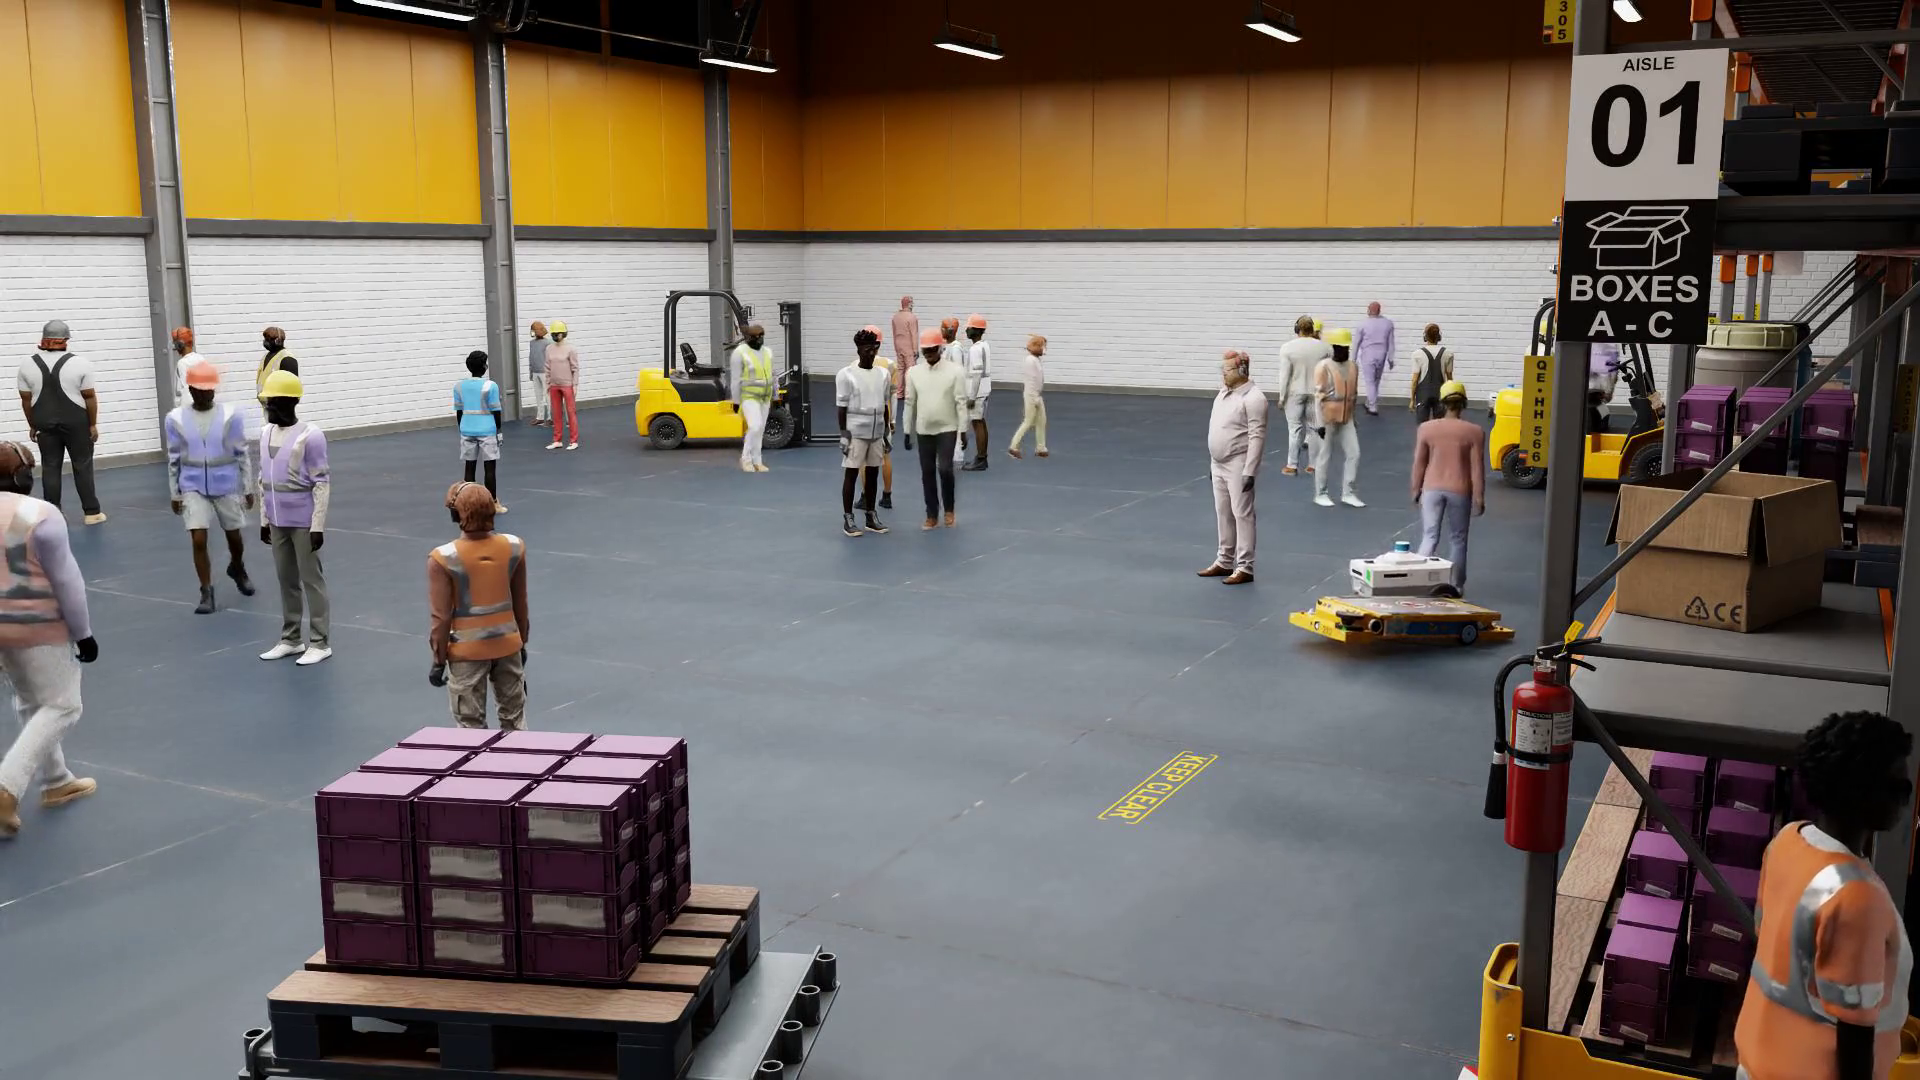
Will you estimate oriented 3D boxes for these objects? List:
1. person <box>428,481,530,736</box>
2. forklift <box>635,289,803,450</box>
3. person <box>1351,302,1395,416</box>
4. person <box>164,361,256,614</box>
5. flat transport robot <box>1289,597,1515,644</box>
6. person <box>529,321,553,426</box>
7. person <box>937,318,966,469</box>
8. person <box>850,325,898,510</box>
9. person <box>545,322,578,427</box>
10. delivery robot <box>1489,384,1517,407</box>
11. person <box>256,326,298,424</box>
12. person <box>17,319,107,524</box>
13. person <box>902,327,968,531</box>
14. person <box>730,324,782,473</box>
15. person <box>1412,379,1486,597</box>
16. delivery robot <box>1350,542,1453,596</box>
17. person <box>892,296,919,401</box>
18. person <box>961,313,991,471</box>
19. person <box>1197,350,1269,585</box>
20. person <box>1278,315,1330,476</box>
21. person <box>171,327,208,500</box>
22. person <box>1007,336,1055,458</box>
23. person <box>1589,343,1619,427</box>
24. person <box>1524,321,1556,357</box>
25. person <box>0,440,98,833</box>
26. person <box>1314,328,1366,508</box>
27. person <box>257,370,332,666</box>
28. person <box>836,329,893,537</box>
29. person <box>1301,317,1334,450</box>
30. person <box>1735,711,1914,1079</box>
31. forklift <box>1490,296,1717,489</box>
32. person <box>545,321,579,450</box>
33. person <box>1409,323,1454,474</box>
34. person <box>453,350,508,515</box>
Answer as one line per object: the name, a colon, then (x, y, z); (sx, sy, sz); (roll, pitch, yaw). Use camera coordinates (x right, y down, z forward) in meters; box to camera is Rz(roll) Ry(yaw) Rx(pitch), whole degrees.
person: (-2.230, 0.540, 7.759); (0.312, 1.642, 0.512); (9, 13, 43)
forklift: (-3.358, -2.392, 23.136); (2.313, 2.155, 1.214); (-1, 10, -5)
person: (6.856, -3.034, 27.802); (0.678, 1.856, 0.965); (-1, 10, -9)
person: (-5.652, -0.420, 12.576); (0.576, 1.905, 0.772); (-3, 10, -19)
flat transport robot: (3.076, 0.545, 11.553); (1.431, 0.197, 0.652); (-1, 6, -24)
person: (-6.516, -2.580, 25.847); (0.507, 1.631, 0.271); (7, 12, 36)
person: (-0.102, -1.828, 20.766); (0.339, 1.882, 0.584); (-2, 10, -9)
person: (-0.927, -1.282, 17.451); (0.553, 1.935, 0.361); (-5, 11, -28)
person: (-6.188, -2.569, 25.779); (0.501, 1.633, 0.279); (2, 10, 11)
delivery robot: (8.972, -2.308, 27.116); (0.707, 0.478, 0.477); (-7, 12, -33)
person: (-7.881, -1.539, 19.211); (0.626, 1.846, 0.429); (8, 13, 40)
person: (-8.878, -1.165, 16.476); (0.683, 2.000, 0.536); (-2, 10, -10)
person: (-0.251, -1.061, 16.052); (0.650, 1.973, 0.460); (3, 10, 16)
person: (-2.482, -1.715, 20.283); (0.462, 1.828, 0.648); (8, 12, 37)
person: (3.726, -0.362, 12.747); (0.558, 1.724, 0.826); (5, 11, 26)
delivery robot: (3.255, 0.255, 12.278); (0.707, 0.478, 0.477); (-2, 10, -11)
person: (-0.945, -3.473, 30.231); (0.409, 1.906, 0.649); (-8, 13, -39)
person: (0.201, -1.825, 20.586); (0.348, 1.942, 0.543); (2, 10, 11)
person: (2.223, -0.597, 13.584); (0.410, 1.906, 0.642); (-4, 11, -23)
person: (4.139, -1.740, 20.101); (0.628, 1.940, 0.373); (-2, 10, -12)
person: (-8.362, -1.370, 18.121); (0.355, 1.883, 0.573); (-1, 10, -4)
person: (0.920, -1.859, 21.774); (0.654, 1.614, 0.500); (3, 10, 17)
person: (9.402, -2.523, 24.396); (0.832, 2.021, 0.625); (-4, 10, -20)
person: (7.460, -1.901, 21.380); (0.405, 1.824, 0.585); (-2, 10, -10)
person: (-4.405, 0.441, 7.812); (0.642, 1.821, 0.772); (4, 10, 20)
person: (4.018, -1.270, 17.481); (0.608, 1.900, 0.727); (-5, 11, -26)
person: (-4.376, -0.146, 10.896); (0.587, 1.930, 0.363); (5, 11, 27)
person: (-0.904, -1.025, 15.880); (0.608, 1.966, 0.374); (-7, 12, -36)
person: (4.854, -2.155, 22.851); (0.603, 1.816, 0.674); (8, 13, 40)
person: (1.924, 1.208, 3.732); (0.318, 1.695, 0.539); (2, 10, 10)
forklift: (7.296, -1.677, 18.993); (2.313, 2.155, 1.214); (5, 11, 27)
person: (-5.441, -2.105, 22.713); (0.526, 1.768, 0.331); (4, 11, 22)
person: (5.696, -1.694, 20.121); (0.506, 1.839, 0.343); (1, 10, 4)
person: (-4.915, -1.091, 17.042); (0.538, 1.696, 0.317); (3, 10, 16)
